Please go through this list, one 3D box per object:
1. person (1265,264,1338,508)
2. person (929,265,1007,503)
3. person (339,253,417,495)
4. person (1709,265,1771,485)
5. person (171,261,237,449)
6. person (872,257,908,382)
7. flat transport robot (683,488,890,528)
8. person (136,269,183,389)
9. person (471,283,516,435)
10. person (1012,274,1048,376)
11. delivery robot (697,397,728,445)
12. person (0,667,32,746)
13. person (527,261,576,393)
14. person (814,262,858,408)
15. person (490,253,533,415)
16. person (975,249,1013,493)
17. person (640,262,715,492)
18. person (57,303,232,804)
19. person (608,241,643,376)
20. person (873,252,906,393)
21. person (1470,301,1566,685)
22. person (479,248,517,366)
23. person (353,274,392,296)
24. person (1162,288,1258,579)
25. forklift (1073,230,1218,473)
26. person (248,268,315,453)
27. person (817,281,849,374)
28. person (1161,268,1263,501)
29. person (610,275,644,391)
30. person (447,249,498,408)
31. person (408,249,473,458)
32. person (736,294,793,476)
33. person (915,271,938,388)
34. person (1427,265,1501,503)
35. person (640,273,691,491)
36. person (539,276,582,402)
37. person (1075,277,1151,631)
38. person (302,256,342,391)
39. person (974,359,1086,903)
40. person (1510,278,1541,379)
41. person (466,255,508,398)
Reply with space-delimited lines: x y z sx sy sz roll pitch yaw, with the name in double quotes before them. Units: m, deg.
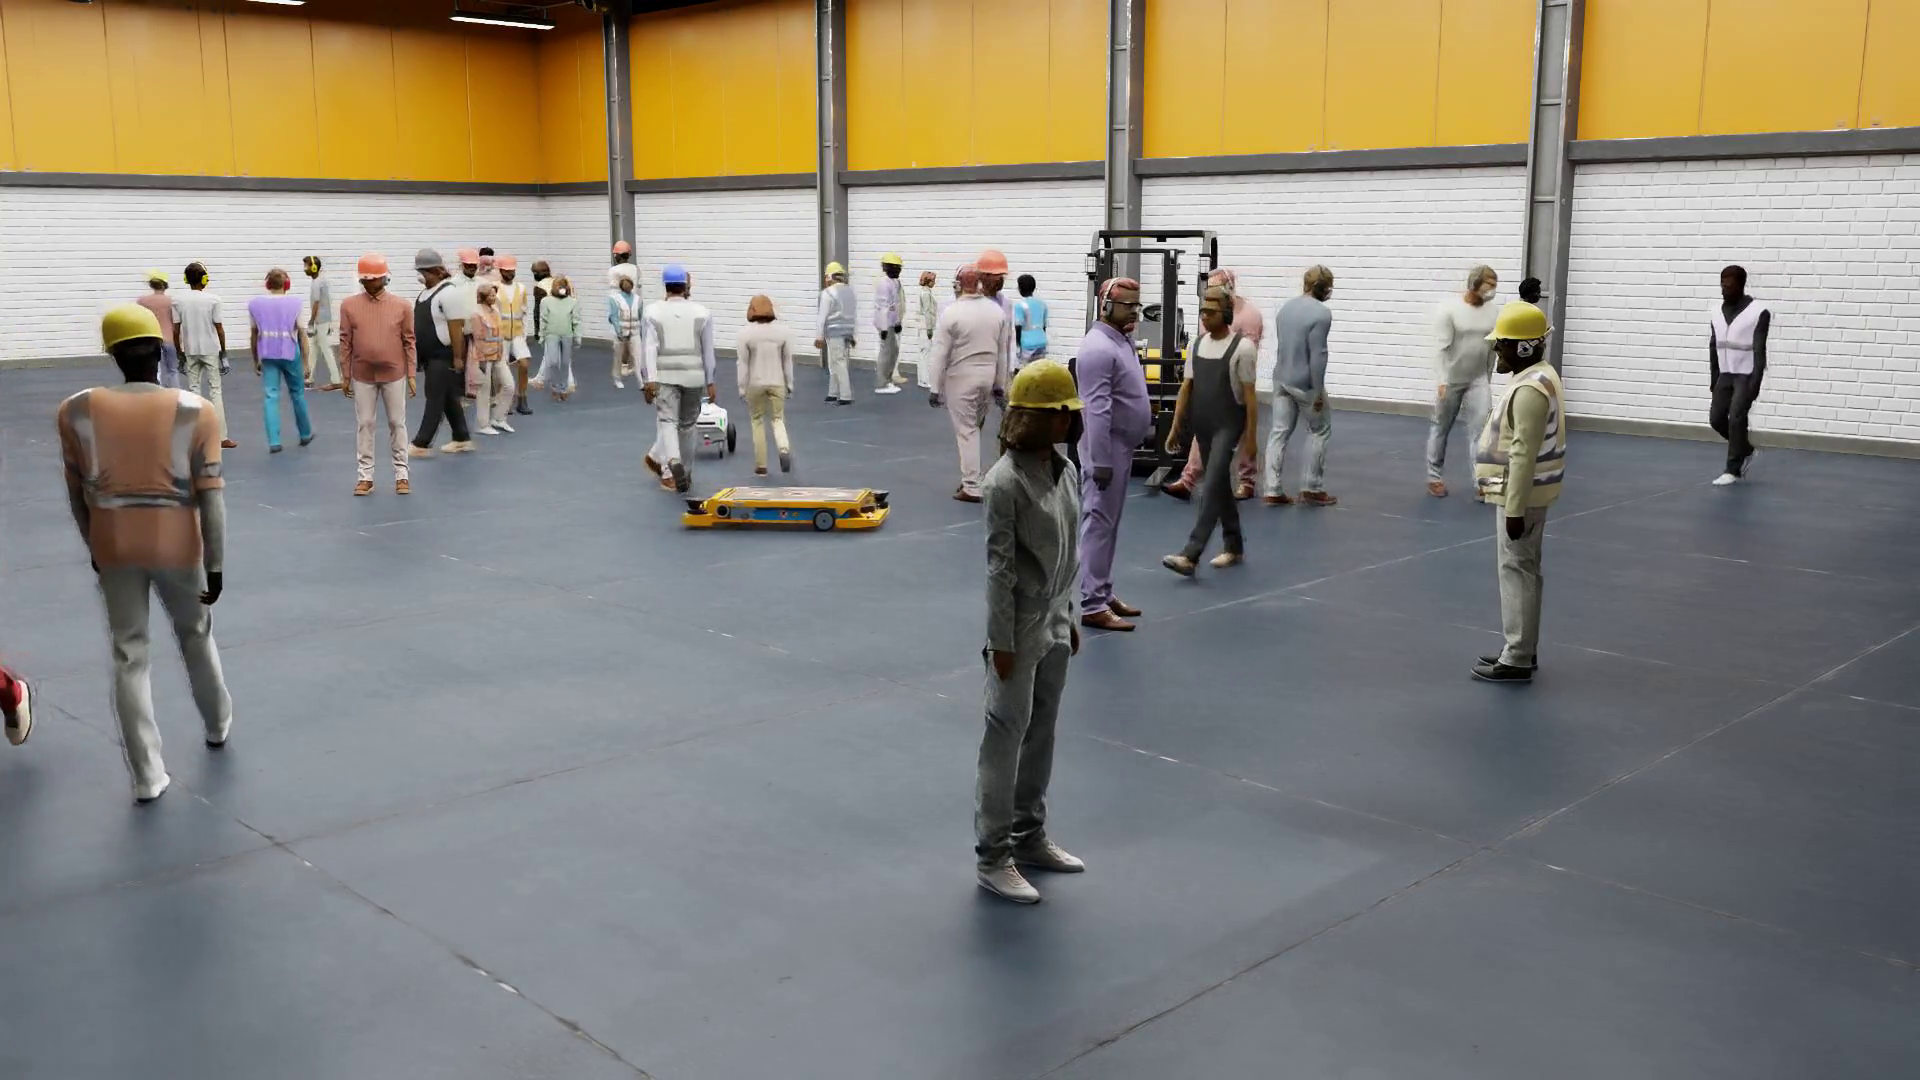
"person" 2.715 -1.197 13.047 0.751 1.895 0.654 -7 12 -32
"person" -0.002 -1.259 13.404 0.673 1.887 0.657 -8 13 -38
"person" -4.781 -1.355 13.685 0.610 1.985 0.392 -2 11 -11
"person" 6.685 -1.408 14.260 0.548 1.891 0.599 -5 11 -24
"person" -7.557 -1.828 16.577 0.520 1.873 0.335 0 10 -3
"person" -1.021 -3.192 24.164 0.429 1.830 0.658 -6 12 -31
"flat transport robot" -1.270 -0.248 12.324 1.431 0.197 0.652 1 10 5
"person" -9.635 -2.393 20.065 0.536 1.718 0.905 -3 11 -17
"person" -4.978 -1.923 17.751 0.487 1.621 0.547 3 11 17
"person" 0.861 -2.291 19.608 0.564 1.676 0.456 -10 14 -44
"delivery robot" -2.448 -1.143 16.174 0.477 0.478 0.707 -1 10 -5
"person" -3.982 0.093 6.436 0.522 1.740 0.617 2 11 8
"person" -5.622 -2.885 22.594 0.935 1.782 0.691 3 11 16
"person" -1.587 -2.557 20.754 0.758 1.788 0.593 7 12 32
"person" -5.326 -2.417 19.684 0.563 1.914 0.684 -7 13 -35
"person" 0.274 -1.368 13.663 0.624 2.014 0.671 -9 14 -42
"person" -2.330 -1.333 13.783 0.621 1.920 0.861 -3 11 -14
"person" -3.162 0.020 6.531 0.580 1.865 0.967 -3 11 -18
"person" -5.086 -3.501 25.218 0.365 2.048 0.608 8 13 38
"person" -0.961 -2.944 22.625 0.470 1.908 0.593 -1 10 -6
"person" 2.668 -0.221 7.957 0.403 1.825 0.596 5 11 23
"person" -7.549 -3.742 26.849 0.637 1.923 0.941 5 11 25
"person" -9.278 -3.596 26.303 0.608 1.832 0.970 -3 11 -17
"person" 1.536 -0.665 10.427 0.950 1.799 0.520 -9 13 -39
"forklift" 1.804 -1.825 15.677 1.214 2.155 2.313 2 11 13
"person" -6.770 -1.795 16.608 0.587 1.795 0.951 -2 11 -9
"person" -1.791 -3.063 23.971 0.541 1.614 0.371 -2 11 -12
"person" 2.055 -1.215 13.241 0.917 1.861 0.674 -10 14 -43
"person" -4.583 -2.853 22.956 0.508 1.581 0.929 -6 12 -31
"person" -6.022 -2.598 20.541 0.634 1.955 0.952 -8 13 -37
"person" -5.129 -1.827 16.106 0.839 2.000 0.700 -8 13 -36
"person" -1.705 -1.350 14.624 0.507 1.617 0.499 -4 11 -20
"person" -0.467 -2.943 23.291 0.309 1.640 0.513 -2 11 -9
"person" 4.057 -1.229 13.257 0.663 1.880 0.983 -2 11 -12
"person" -2.545 -1.351 14.011 0.665 1.860 0.736 6 12 30
"person" -5.105 -2.564 21.279 0.531 1.608 0.547 -5 11 -25
"person" 0.844 -0.473 9.102 0.399 1.905 0.643 3 11 15
"person" -8.894 -2.950 22.766 0.768 1.841 0.562 -3 11 -17
"person" 0.254 0.284 5.405 0.324 1.743 0.490 7 12 32
"person" 5.951 -1.919 17.567 0.320 1.694 0.532 4 11 20
"person" -6.226 -2.781 21.804 0.693 1.883 0.411 -3 11 -16
